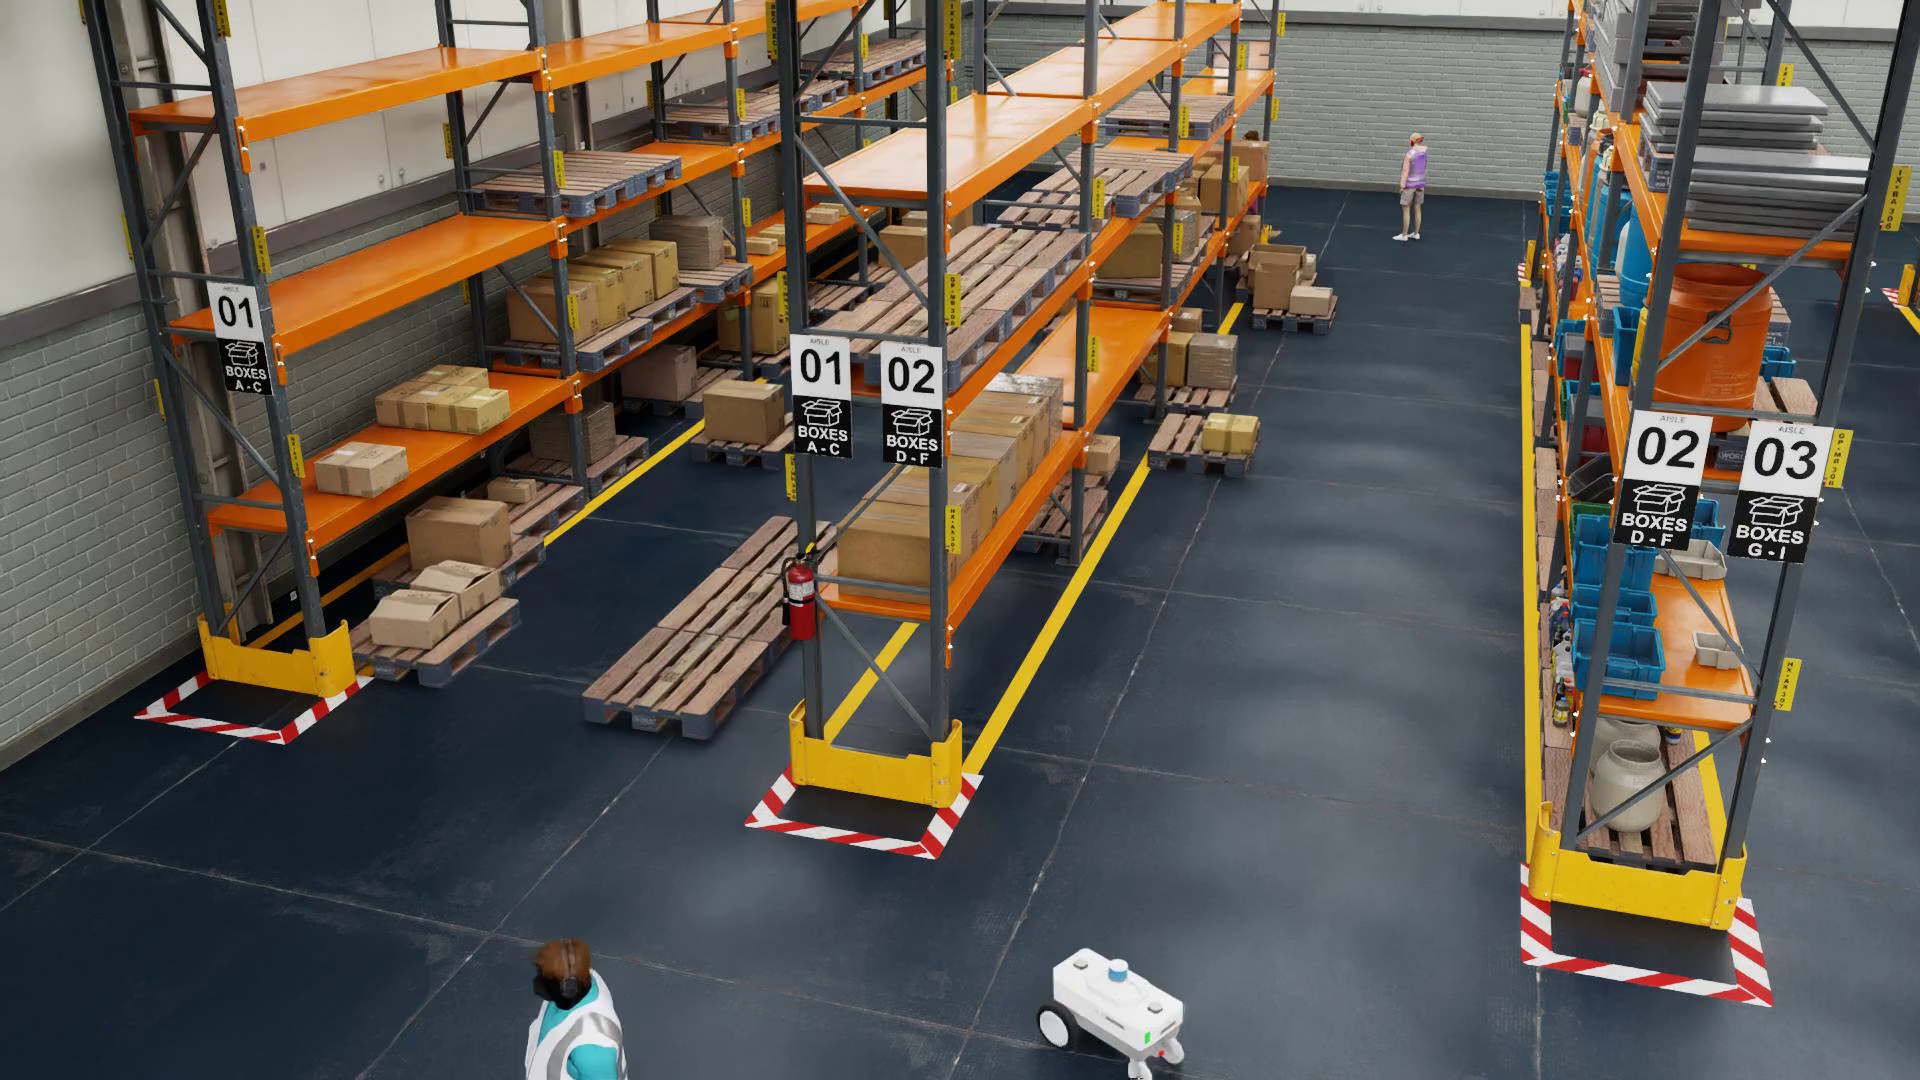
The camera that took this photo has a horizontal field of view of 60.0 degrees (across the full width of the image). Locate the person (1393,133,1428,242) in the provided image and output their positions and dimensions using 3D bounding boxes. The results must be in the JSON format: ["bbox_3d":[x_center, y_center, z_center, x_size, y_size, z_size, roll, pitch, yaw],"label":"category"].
[{"bbox_3d":[7.159,-5.581,26.325,0.489,1.688,0.351,-14,27,-29],"label":"person"}]

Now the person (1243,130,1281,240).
[{"bbox_3d":[4.596,-5.540,26.145,0.967,1.751,0.507,7,24,15],"label":"person"}]

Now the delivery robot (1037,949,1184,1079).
[{"bbox_3d":[0.827,2.524,8.959,0.782,0.594,0.499,21,31,40],"label":"delivery robot"}]

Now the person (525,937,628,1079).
[{"bbox_3d":[-1.674,2.526,7.330,0.429,1.841,0.632,-10,25,-22],"label":"person"}]
